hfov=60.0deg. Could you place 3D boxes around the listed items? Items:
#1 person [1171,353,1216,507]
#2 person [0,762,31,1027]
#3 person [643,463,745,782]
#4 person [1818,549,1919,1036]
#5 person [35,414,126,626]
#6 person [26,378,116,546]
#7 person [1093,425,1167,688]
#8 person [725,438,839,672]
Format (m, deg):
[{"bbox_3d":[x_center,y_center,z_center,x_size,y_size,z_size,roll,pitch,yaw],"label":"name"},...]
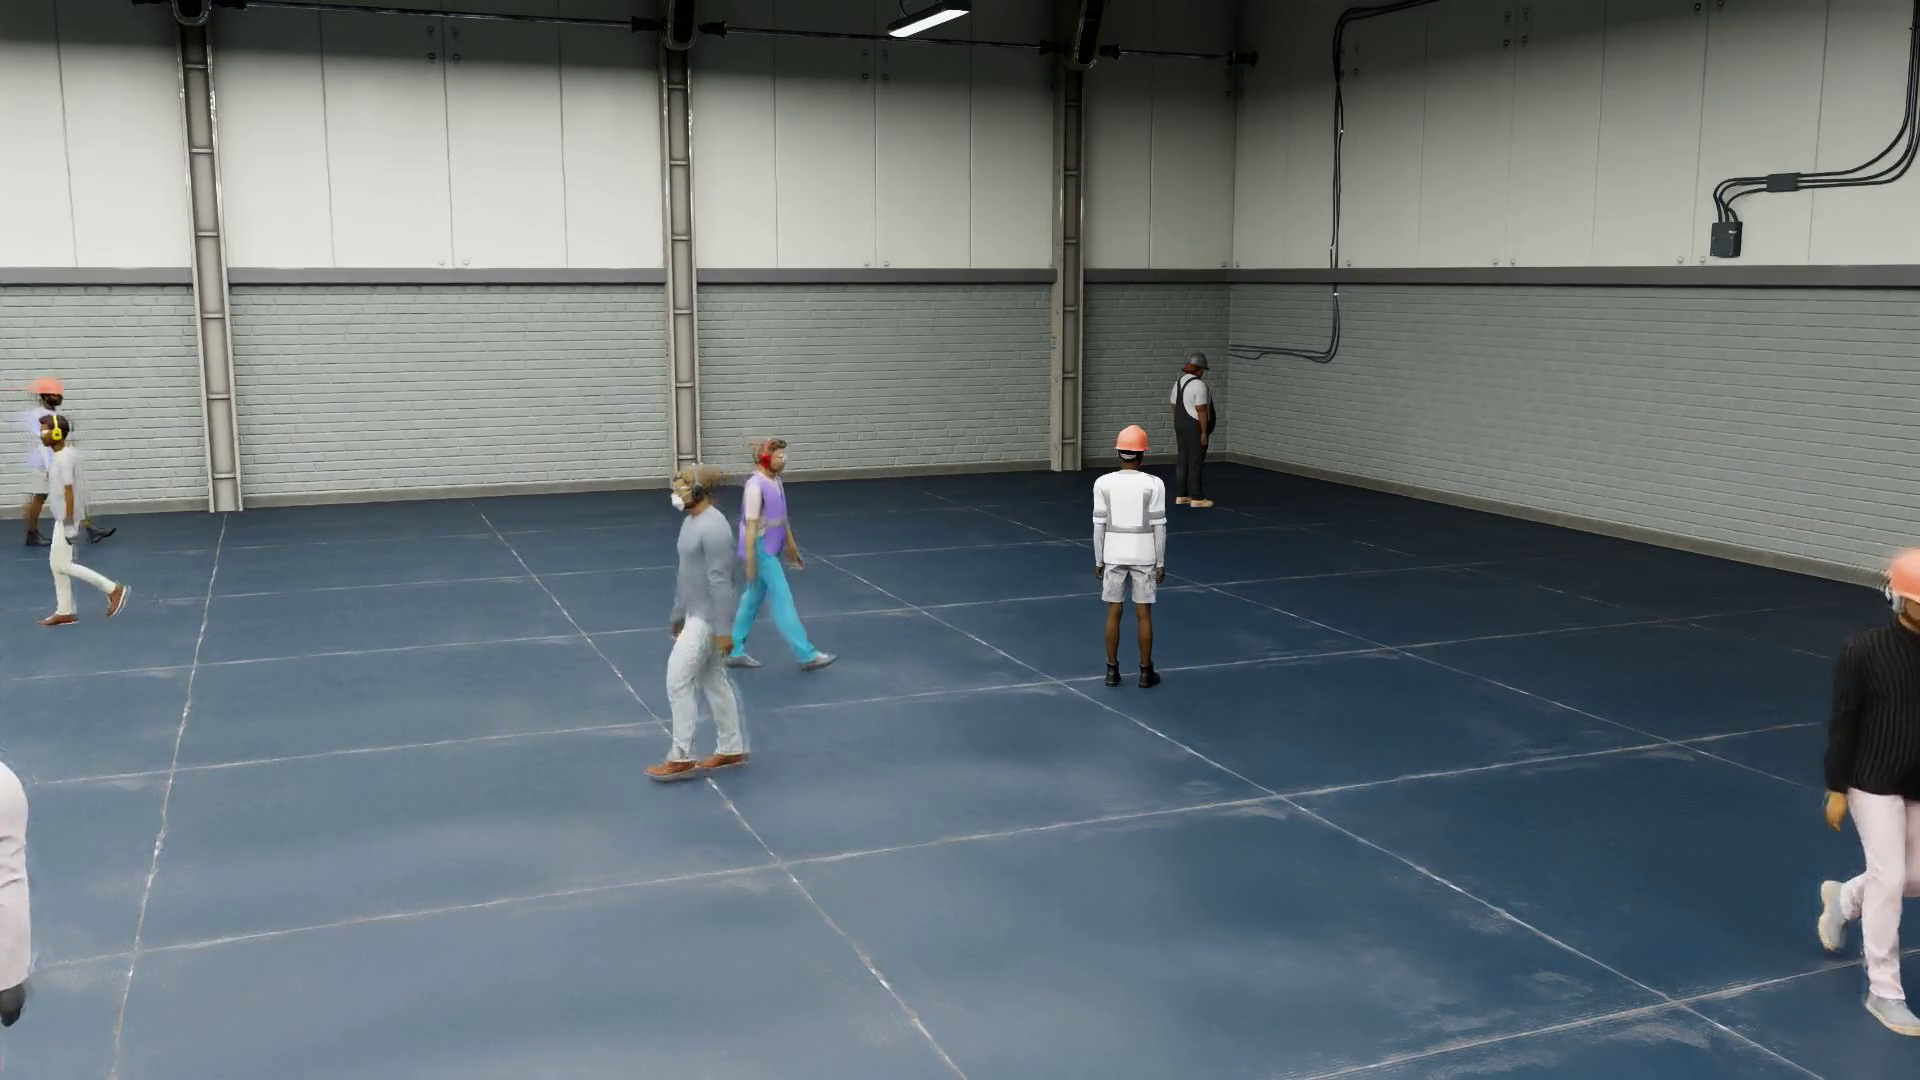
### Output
[{"bbox_3d":[3.103,-1.463,21.904,0.536,2.000,0.676,-4,10,-24],"label":"person"},{"bbox_3d":[-3.166,1.286,5.082,0.660,1.889,0.449,0,9,2],"label":"person"},{"bbox_3d":[-1.655,0.496,10.013,0.801,1.906,0.650,-3,10,-20],"label":"person"},{"bbox_3d":[3.845,0.973,6.898,0.627,1.958,0.784,-1,9,-4],"label":"person"},{"bbox_3d":[-7.692,-0.174,14.413,0.633,1.850,0.535,-6,11,-34],"label":"person"},{"bbox_3d":[-10.042,-0.859,18.566,0.996,1.886,0.570,0,9,-1],"label":"person"},{"bbox_3d":[1.252,0.126,12.244,0.543,1.939,0.360,3,9,16],"label":"person"},{"bbox_3d":[-1.387,0.119,12.701,0.950,1.794,0.589,1,9,7],"label":"person"}]
